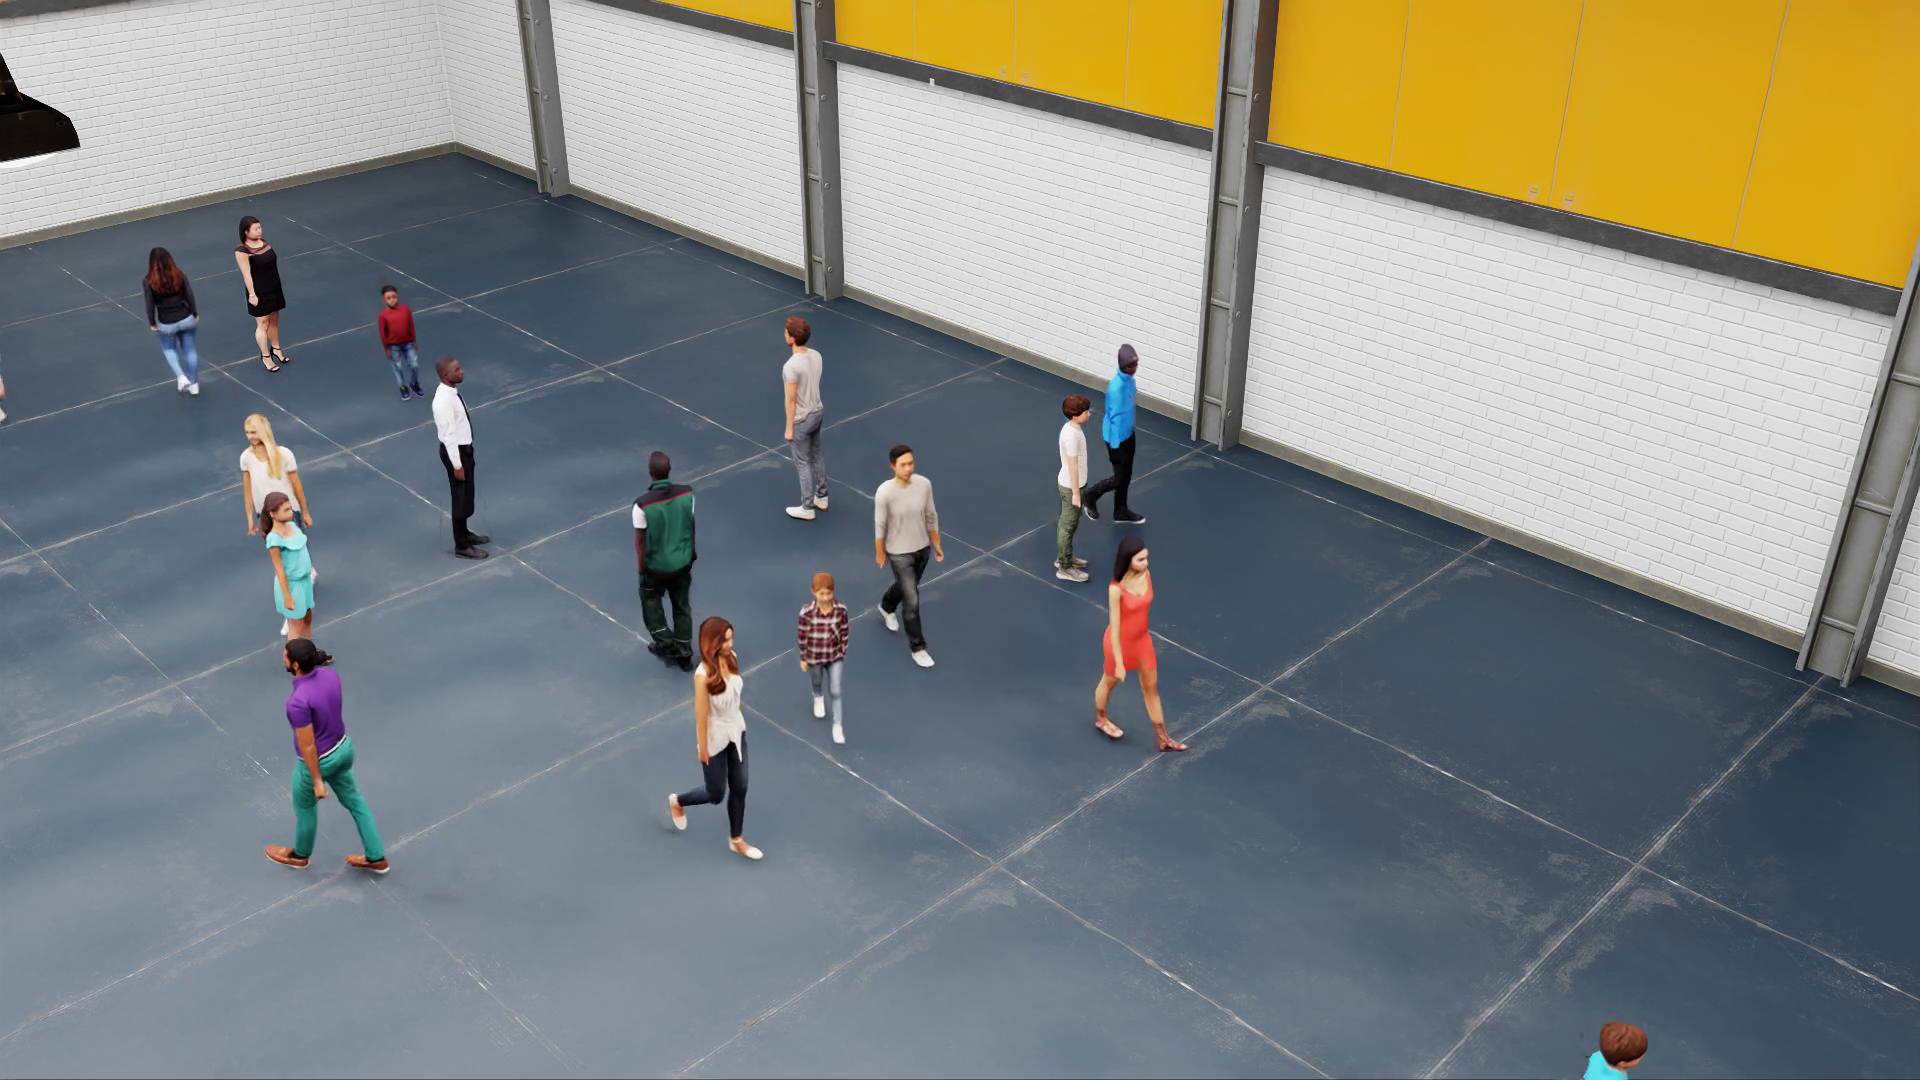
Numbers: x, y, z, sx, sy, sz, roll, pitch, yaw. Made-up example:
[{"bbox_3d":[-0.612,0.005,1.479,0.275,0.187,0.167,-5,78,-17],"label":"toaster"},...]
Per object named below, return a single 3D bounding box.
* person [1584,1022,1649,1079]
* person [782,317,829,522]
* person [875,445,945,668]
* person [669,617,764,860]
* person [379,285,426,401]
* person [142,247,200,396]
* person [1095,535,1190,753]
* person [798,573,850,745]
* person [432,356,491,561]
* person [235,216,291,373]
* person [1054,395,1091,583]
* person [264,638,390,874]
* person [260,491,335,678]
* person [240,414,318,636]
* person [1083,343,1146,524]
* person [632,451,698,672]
[{"bbox_3d":[2.999,2.919,8.099,0.897,1.426,0.788,6,29,11],"label":"person"},{"bbox_3d":[-1.388,-1.093,14.965,0.672,1.893,0.705,13,31,22],"label":"person"},{"bbox_3d":[-0.455,0.037,13.008,0.801,1.784,1.192,-18,33,-30],"label":"person"},{"bbox_3d":[-1.619,1.271,10.769,1.015,1.762,0.758,15,32,25],"label":"person"},{"bbox_3d":[-5.911,-2.098,17.483,0.558,1.247,0.557,-17,33,-28],"label":"person"},{"bbox_3d":[-8.179,-2.254,17.375,0.718,1.625,0.769,-17,33,-28],"label":"person"},{"bbox_3d":[1.123,0.721,11.858,1.004,1.684,0.620,25,37,37],"label":"person"},{"bbox_3d":[-1.011,0.797,12.150,0.848,1.272,0.969,-4,29,-8],"label":"person"},{"bbox_3d":[-4.347,-0.728,14.358,0.784,1.834,0.670,-6,29,-10],"label":"person"},{"bbox_3d":[-7.586,-2.693,18.083,0.790,1.717,0.762,5,29,8],"label":"person"},{"bbox_3d":[0.947,-0.460,14.055,0.702,1.654,0.654,2,29,4],"label":"person"},{"bbox_3d":[-3.939,1.412,10.536,1.152,1.738,0.984,7,29,12],"label":"person"},{"bbox_3d":[-5.094,0.330,12.707,0.691,1.558,0.635,1,29,2],"label":"person"},{"bbox_3d":[-5.487,-0.212,13.488,1.170,1.762,1.181,1,29,2],"label":"person"},{"bbox_3d":[1.331,-0.914,14.751,0.930,1.785,0.800,11,30,19],"label":"person"},{"bbox_3d":[-2.185,0.210,12.648,0.755,1.825,0.773,-19,34,-31],"label":"person"}]
